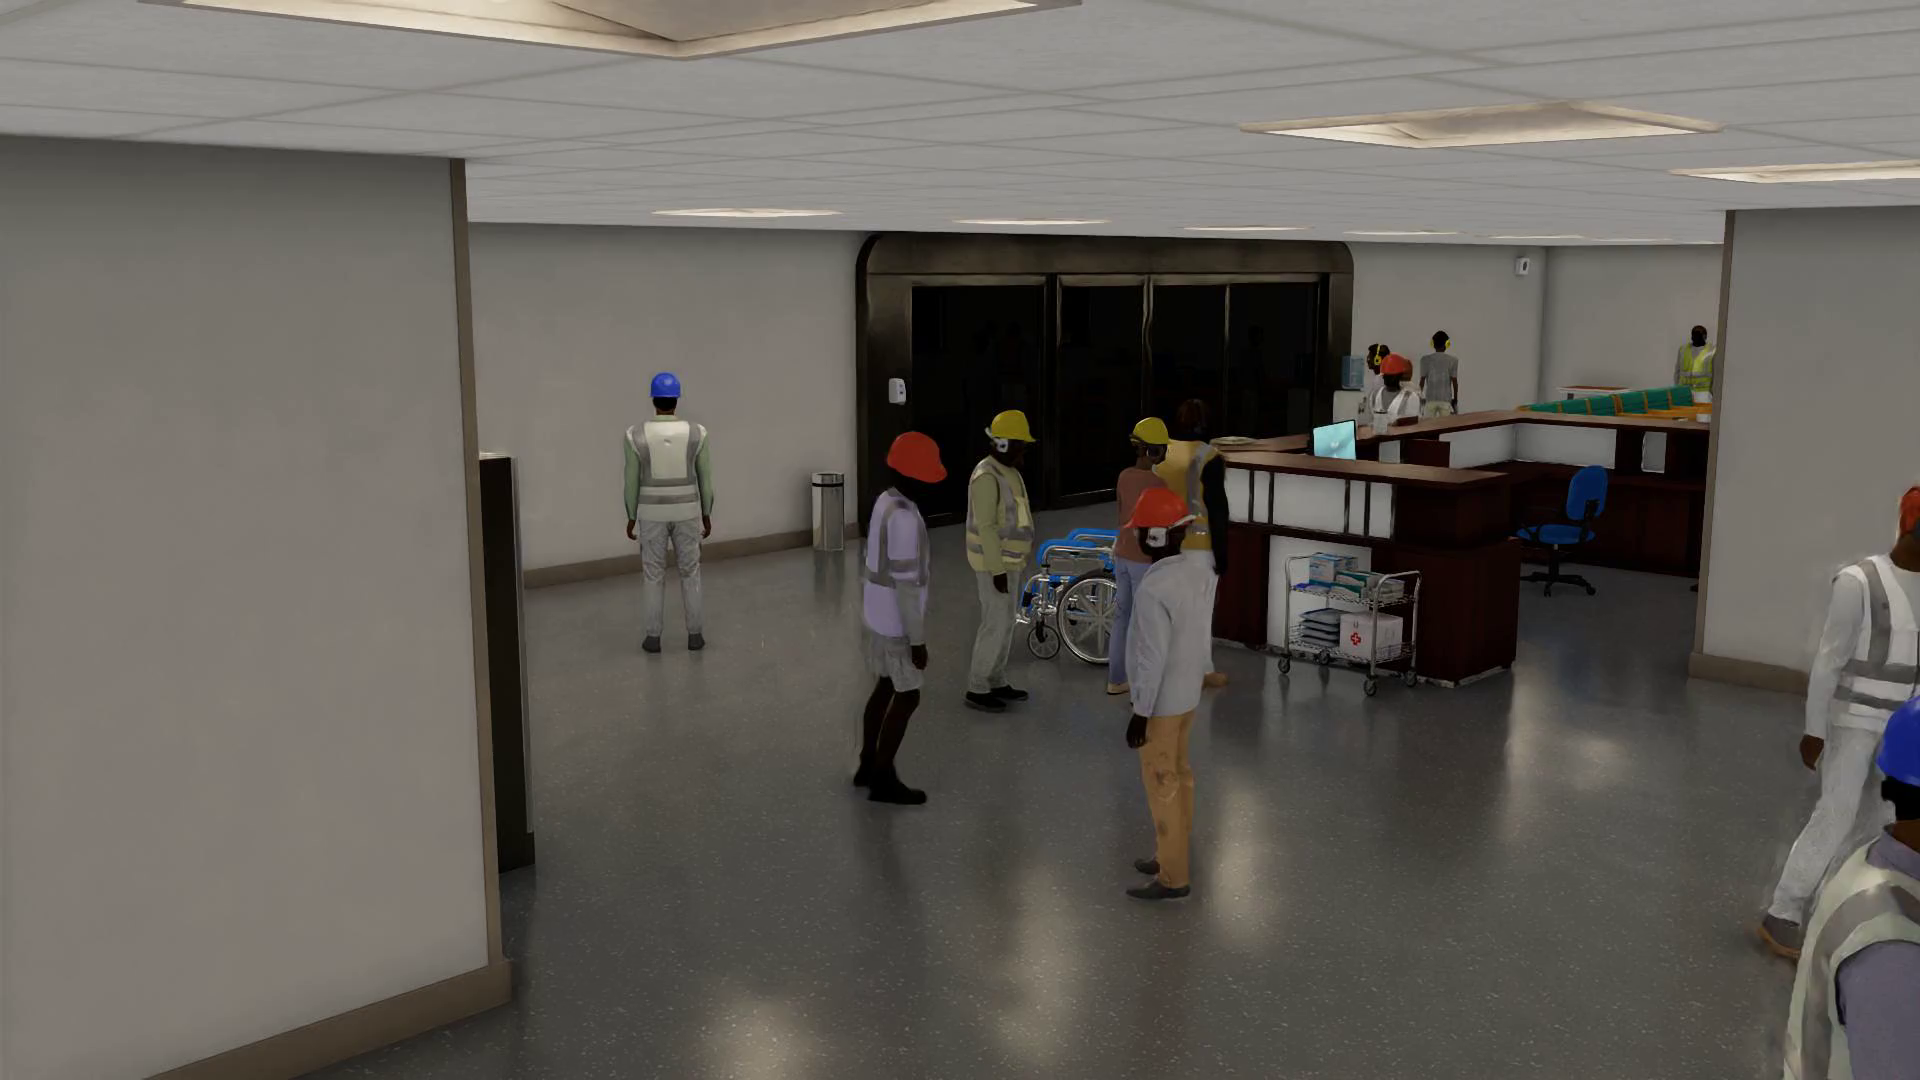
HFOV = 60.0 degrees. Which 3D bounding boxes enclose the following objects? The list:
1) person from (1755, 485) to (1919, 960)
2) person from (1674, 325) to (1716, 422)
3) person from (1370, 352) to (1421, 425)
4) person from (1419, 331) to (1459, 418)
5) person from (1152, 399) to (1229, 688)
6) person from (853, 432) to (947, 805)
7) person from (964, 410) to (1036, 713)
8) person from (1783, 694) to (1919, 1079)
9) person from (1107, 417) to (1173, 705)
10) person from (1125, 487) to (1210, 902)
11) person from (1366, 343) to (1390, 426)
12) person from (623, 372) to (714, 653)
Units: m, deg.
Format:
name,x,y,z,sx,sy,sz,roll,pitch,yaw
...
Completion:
name,x,y,z,sx,sy,sz,roll,pitch,yaw
person,3.507,0.702,6.393,0.665,1.847,0.391,-3,10,-18
person,10.686,-2.195,24.178,0.621,1.845,0.430,8,12,40
person,4.000,-0.808,15.561,1.020,1.874,0.547,-8,12,-40
person,6.177,-1.766,21.495,0.518,1.861,0.328,3,10,20
person,1.473,0.020,10.605,0.429,1.842,0.628,-7,12,-38
person,-0.311,0.379,8.280,0.412,1.884,0.749,-2,10,-14
person,0.254,0.122,10.048,0.403,1.816,0.607,3,10,19
person,1.708,1.199,3.079,0.469,1.932,0.617,7,11,35
person,1.133,0.126,10.216,0.349,1.758,0.522,-4,10,-24
person,0.862,0.656,7.034,0.411,1.757,0.575,5,10,27
person,4.408,-1.144,17.644,0.328,1.872,0.513,3,10,20
person,-2.018,-0.187,11.532,0.614,1.946,0.389,-3,10,-15
